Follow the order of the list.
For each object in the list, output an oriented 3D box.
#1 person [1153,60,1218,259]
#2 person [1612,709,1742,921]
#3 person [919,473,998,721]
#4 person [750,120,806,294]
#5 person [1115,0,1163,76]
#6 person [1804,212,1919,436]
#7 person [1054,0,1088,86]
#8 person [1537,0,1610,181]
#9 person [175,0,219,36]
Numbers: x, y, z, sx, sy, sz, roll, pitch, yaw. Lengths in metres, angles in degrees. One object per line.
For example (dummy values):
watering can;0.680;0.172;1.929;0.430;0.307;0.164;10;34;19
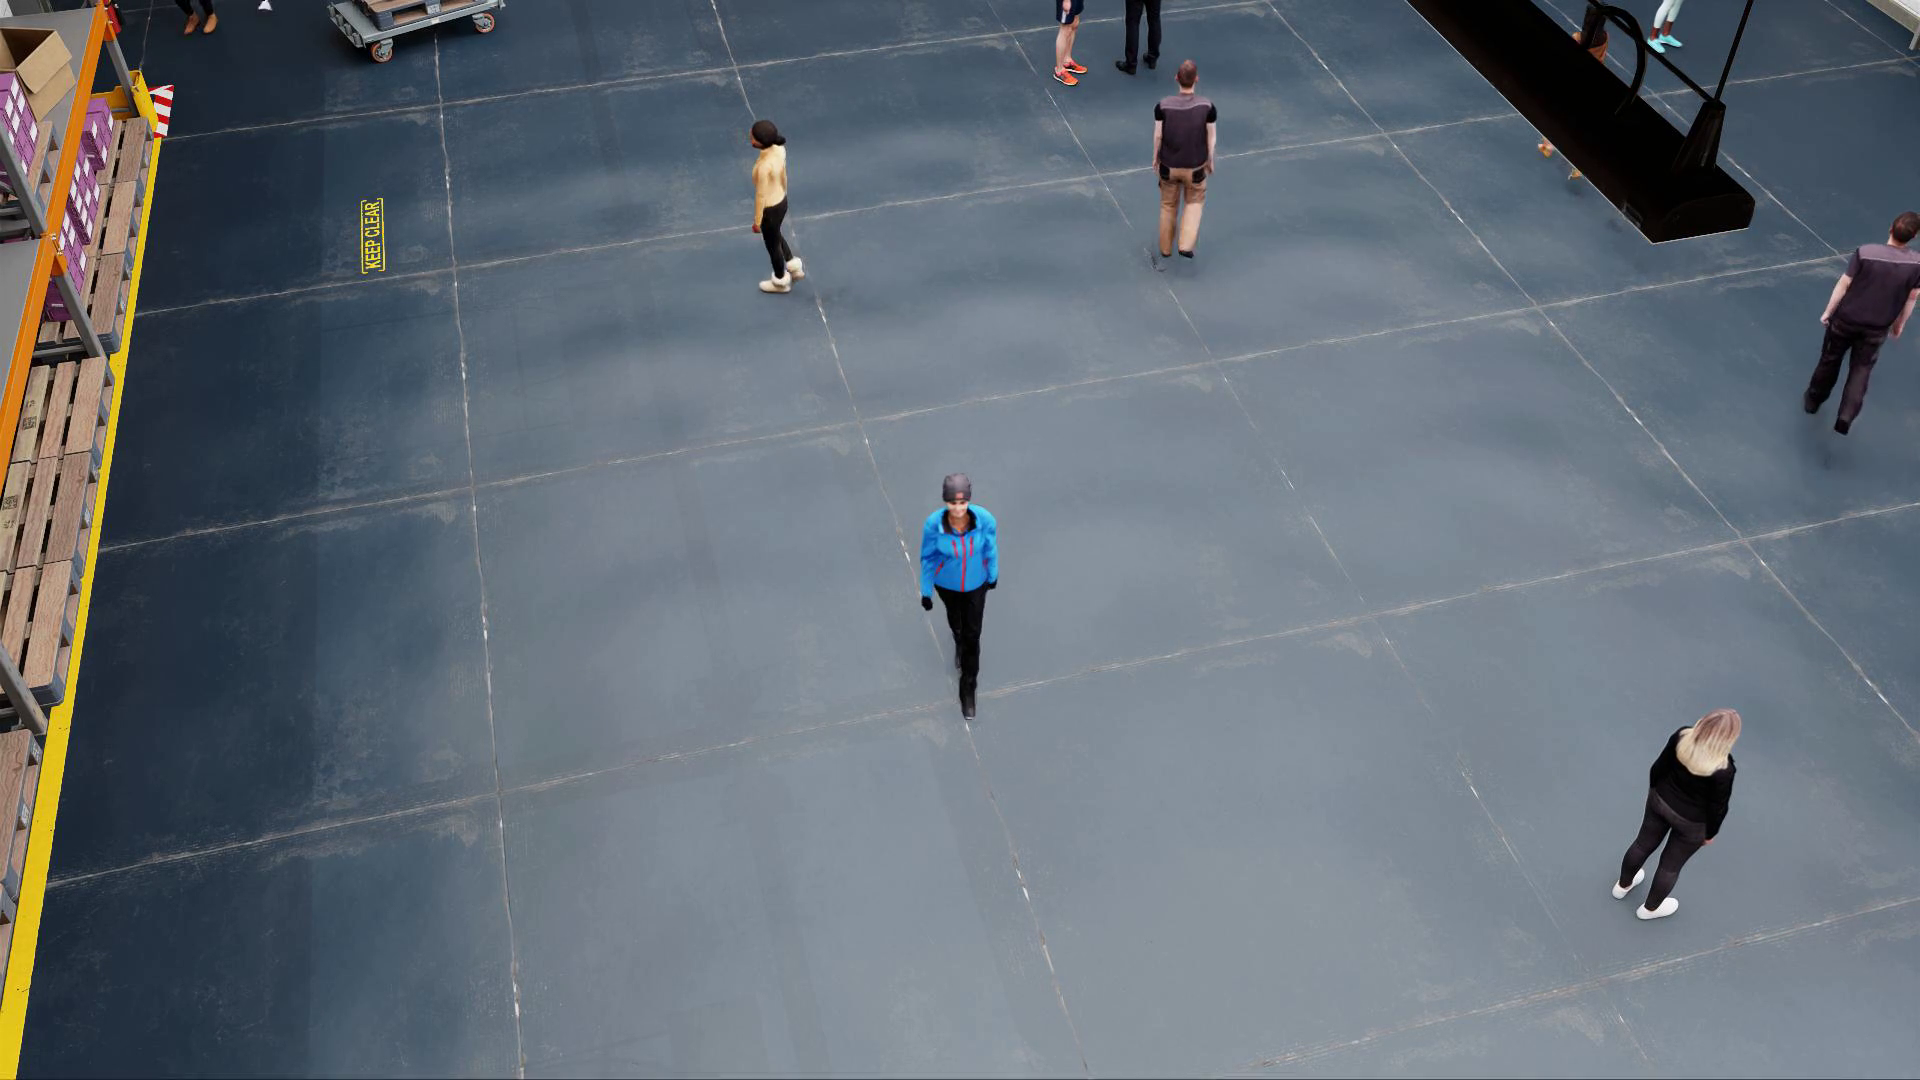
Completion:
person;1.896;-3.166;14.166;0.873;1.829;0.922;7;44;7
person;4.035;1.527;9.343;0.730;1.686;0.560;-22;48;-22
person;0.001;0.211;10.666;0.842;1.767;1.089;2;44;2
person;-1.494;-2.760;13.866;0.813;1.654;0.732;12;45;12
person;1.857;-5.595;16.705;0.766;1.842;0.673;-19;47;-19
person;6.790;-1.597;12.518;1.027;1.830;1.128;14;45;14
person;1.115;-5.495;16.590;0.784;1.857;0.707;19;47;19
person;5.681;-4.104;15.272;0.567;1.660;1.035;-12;45;-12
person;-8.113;-6.090;17.341;0.753;1.682;0.807;15;46;16
